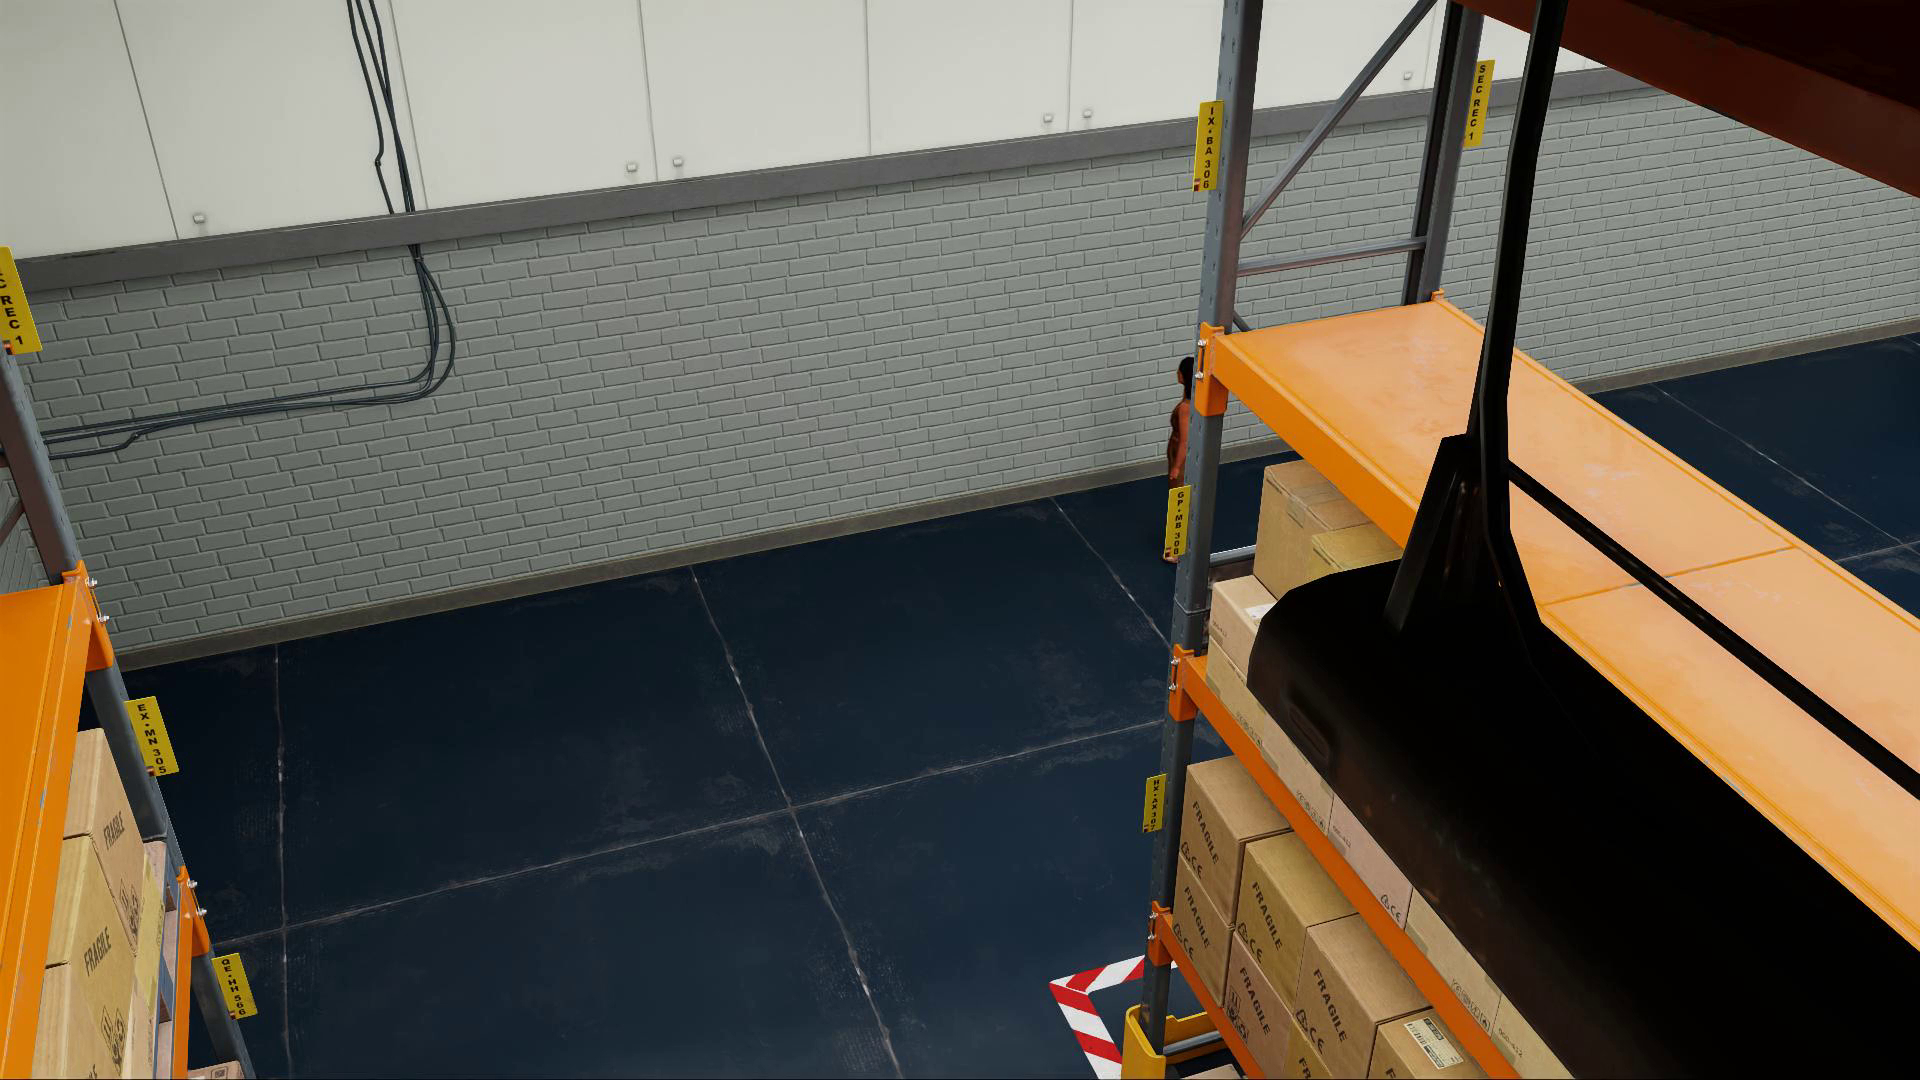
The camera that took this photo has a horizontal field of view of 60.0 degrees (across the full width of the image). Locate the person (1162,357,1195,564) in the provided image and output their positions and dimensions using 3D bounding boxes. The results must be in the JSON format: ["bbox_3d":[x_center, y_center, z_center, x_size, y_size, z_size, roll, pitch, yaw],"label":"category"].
[{"bbox_3d":[1.690,-0.598,12.434,0.706,1.689,0.635,12,34,18],"label":"person"}]
